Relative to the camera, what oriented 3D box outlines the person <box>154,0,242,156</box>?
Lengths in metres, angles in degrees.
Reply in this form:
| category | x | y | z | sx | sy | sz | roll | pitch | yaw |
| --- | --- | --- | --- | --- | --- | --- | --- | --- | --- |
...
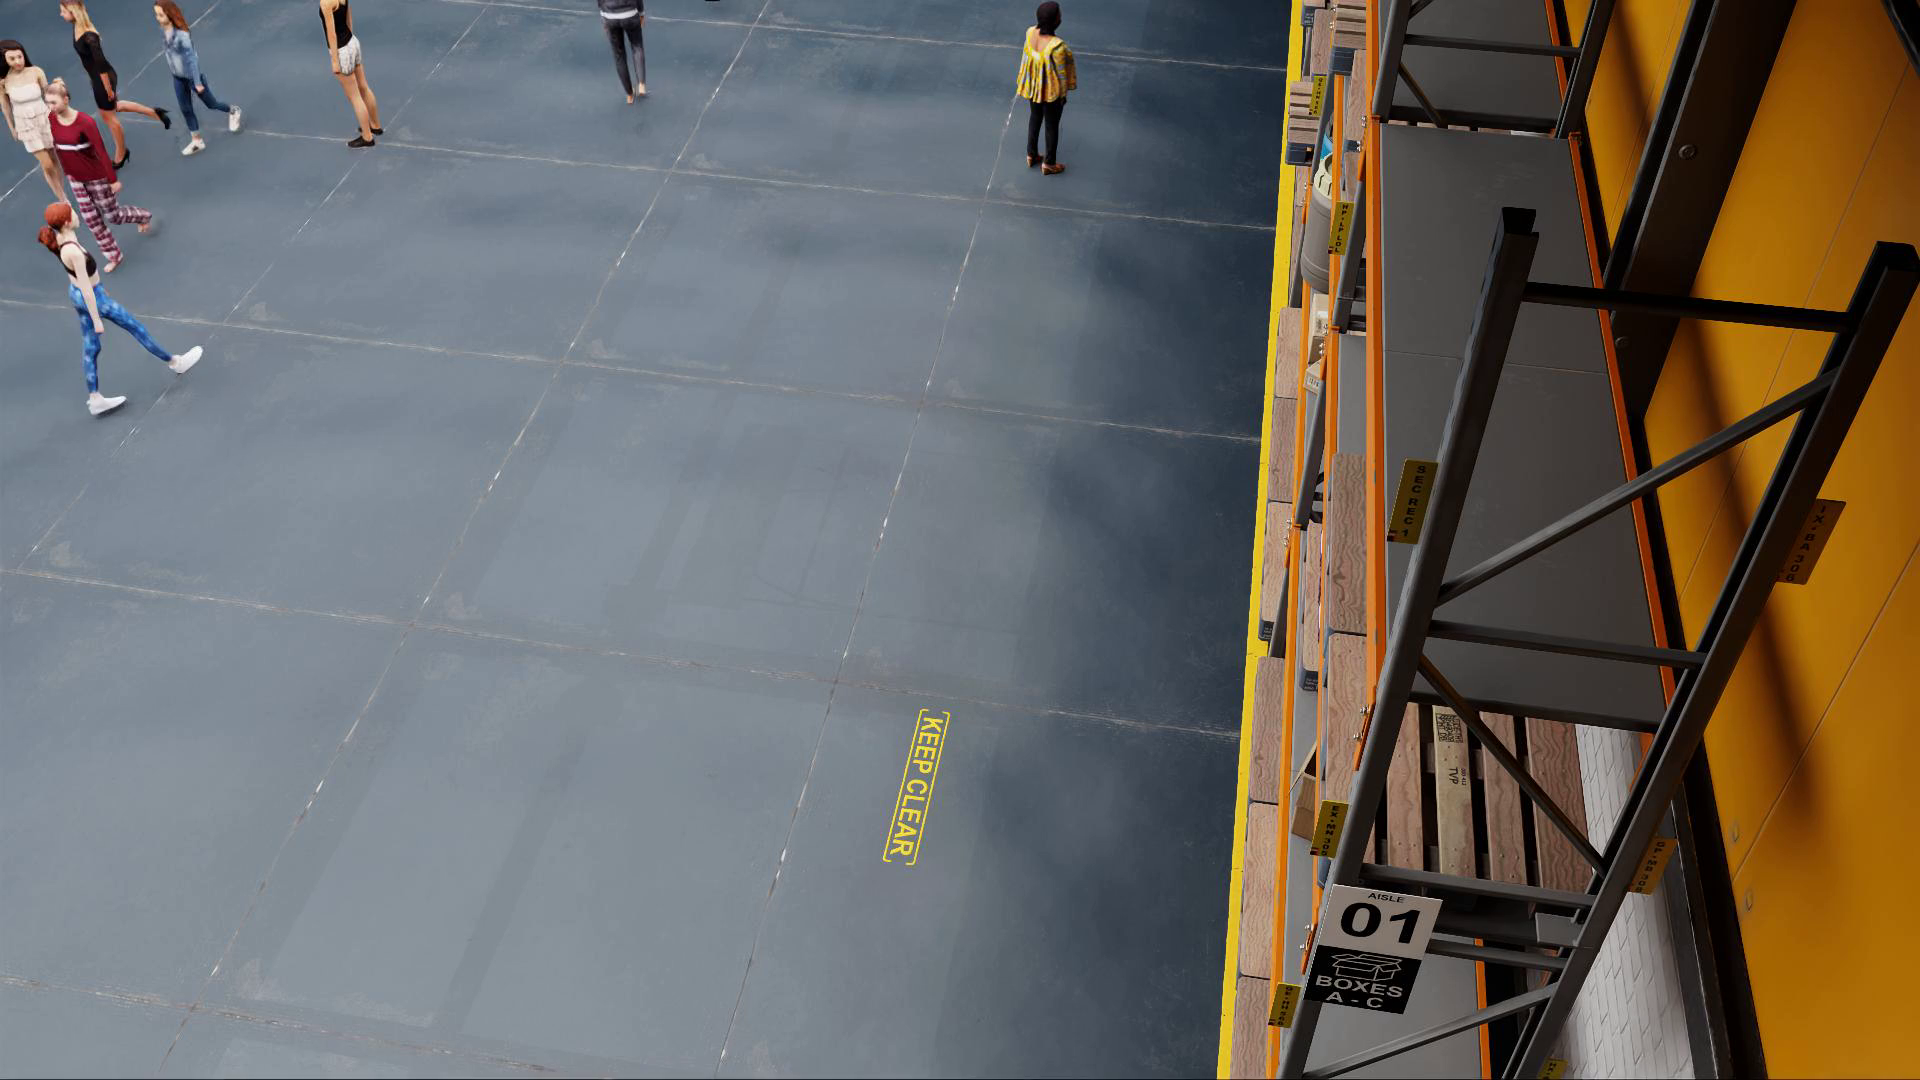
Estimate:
| category | x | y | z | sx | sy | sz | roll | pitch | yaw |
| --- | --- | --- | --- | --- | --- | --- | --- | --- | --- |
| person | -7.179 | -4.394 | 15.623 | 0.784 | 1.455 | 1.037 | 21 | 47 | 20 |

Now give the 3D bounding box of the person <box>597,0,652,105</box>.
| category | x | y | z | sx | sy | sz | roll | pitch | yaw |
| --- | --- | --- | --- | --- | --- | --- | --- | --- | --- |
| person | -3.286 | -5.027 | 16.066 | 0.705 | 1.760 | 0.734 | -5 | 44 | -5 |

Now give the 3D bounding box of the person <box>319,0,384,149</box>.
| category | x | y | z | sx | sy | sz | roll | pitch | yaw |
| --- | --- | --- | --- | --- | --- | --- | --- | --- | --- |
| person | -5.737 | -4.574 | 15.530 | 0.663 | 1.844 | 0.470 | 3 | 44 | 3 |

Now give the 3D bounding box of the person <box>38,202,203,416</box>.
| category | x | y | z | sx | sy | sz | roll | pitch | yaw |
| --- | --- | --- | --- | --- | --- | --- | --- | --- | --- |
| person | -6.642 | -1.709 | 12.609 | 1.014 | 1.735 | 1.234 | 33 | 53 | 30 |

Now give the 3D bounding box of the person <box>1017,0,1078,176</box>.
| category | x | y | z | sx | sy | sz | roll | pitch | yaw |
| --- | --- | --- | --- | --- | --- | --- | --- | --- | --- |
| person | 0.783 | -4.127 | 15.198 | 0.939 | 1.655 | 0.884 | -31 | 52 | -29 |

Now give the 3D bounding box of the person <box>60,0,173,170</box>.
| category | x | y | z | sx | sy | sz | roll | pitch | yaw |
| --- | --- | --- | --- | --- | --- | --- | --- | --- | --- |
| person | -7.799 | -4.237 | 15.310 | 1.009 | 1.658 | 0.914 | -29 | 51 | -27 |

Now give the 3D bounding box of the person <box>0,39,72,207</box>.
| category | x | y | z | sx | sy | sz | roll | pitch | yaw |
| --- | --- | --- | --- | --- | --- | --- | --- | --- | --- |
| person | -8.157 | -3.662 | 14.672 | 0.785 | 1.706 | 0.842 | -27 | 50 | -26 |

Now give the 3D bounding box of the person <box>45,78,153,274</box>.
| category | x | y | z | sx | sy | sz | roll | pitch | yaw |
| --- | --- | --- | --- | --- | --- | --- | --- | --- | --- |
| person | -7.357 | -3.128 | 14.132 | 0.629 | 1.677 | 0.866 | 8 | 44 | 9 |
